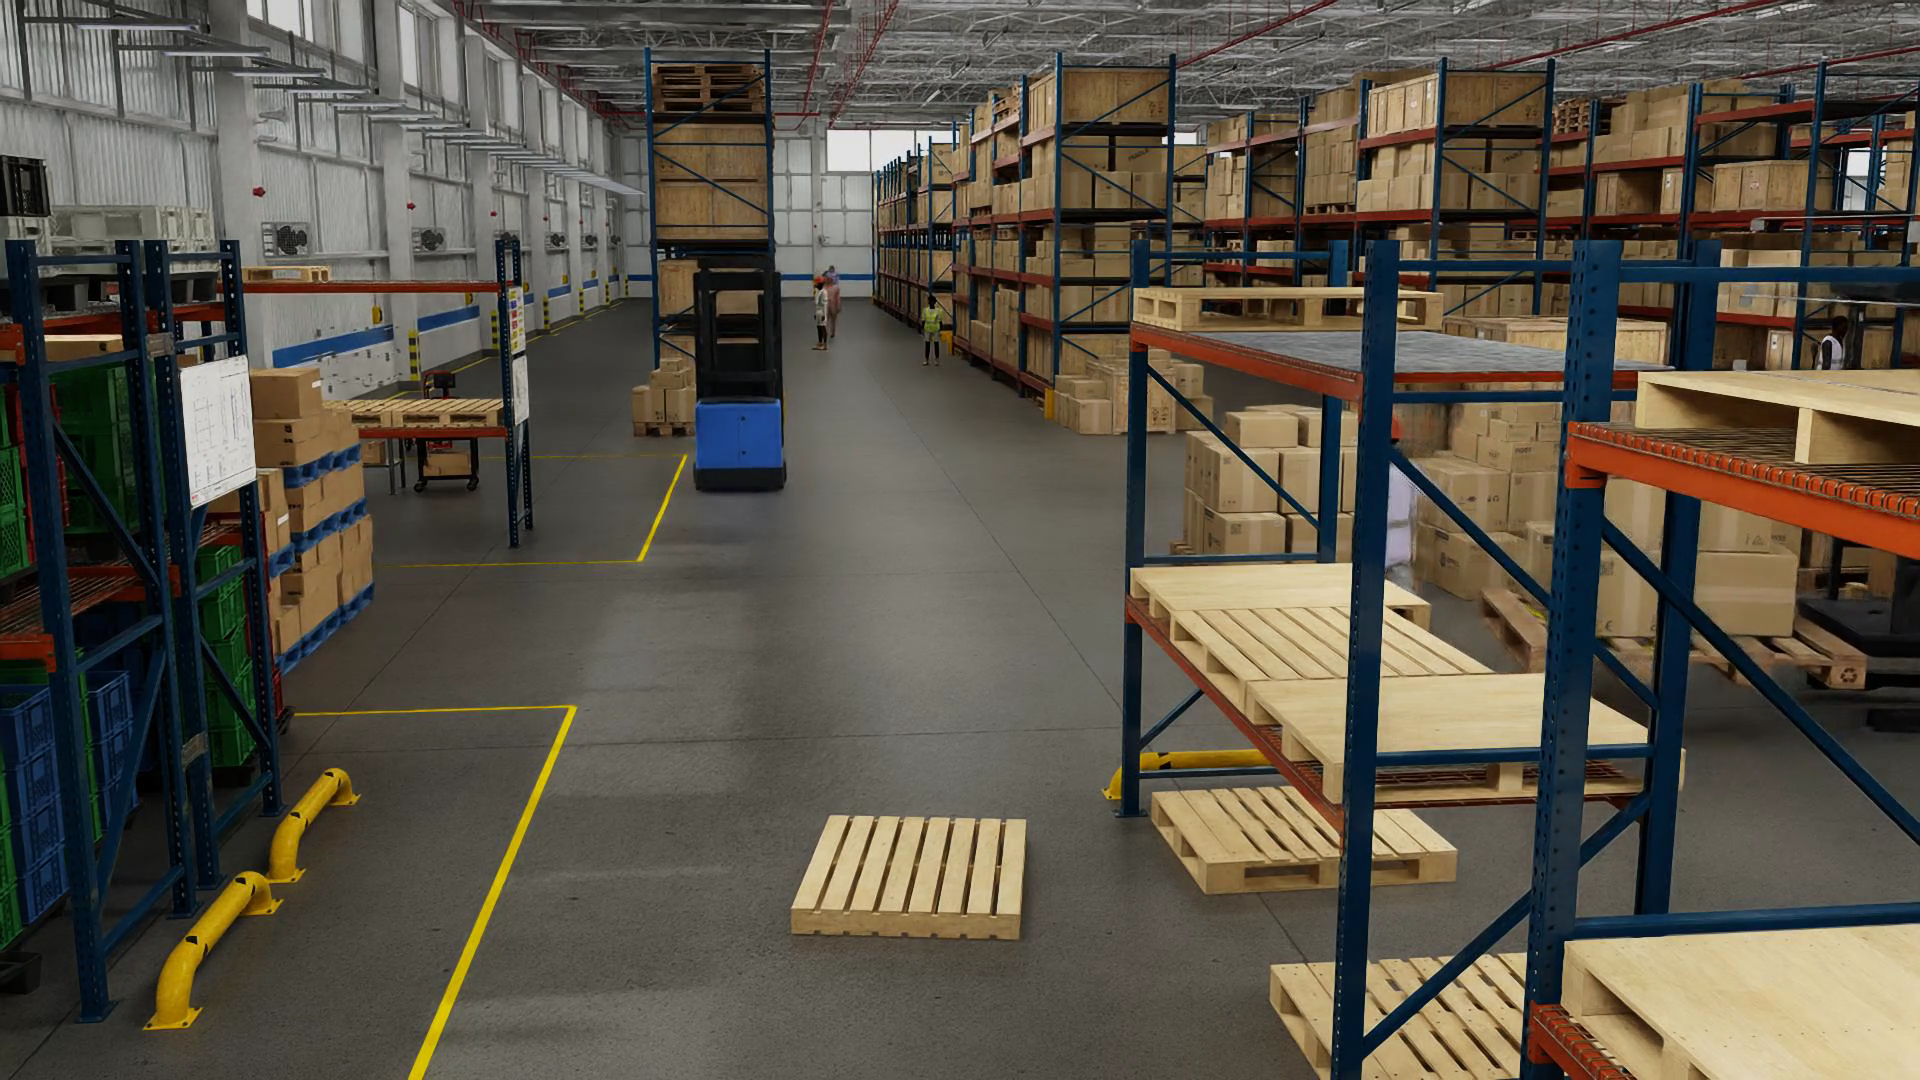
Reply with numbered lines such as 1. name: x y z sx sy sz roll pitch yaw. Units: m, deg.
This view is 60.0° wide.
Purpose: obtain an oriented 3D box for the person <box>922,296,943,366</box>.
1. person: -0.679 -5.070 40.311 0.532 1.696 0.318 2 10 11

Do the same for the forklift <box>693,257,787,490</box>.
1. forklift: -2.743 -2.104 20.594 1.129 2.768 1.873 -1 10 -6

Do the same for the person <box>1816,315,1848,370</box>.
1. person: 13.093 -2.418 25.028 0.397 1.911 0.587 10 14 44

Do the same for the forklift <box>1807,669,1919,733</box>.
1. forklift: 6.589 -0.257 10.356 1.873 2.768 1.129 1 10 7

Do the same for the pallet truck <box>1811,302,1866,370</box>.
1. pallet truck: 15.846 -3.142 28.793 1.885 1.965 0.823 2 10 12

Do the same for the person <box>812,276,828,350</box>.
1. person: -3.872 -6.270 45.987 0.365 2.047 0.608 -6 12 -31

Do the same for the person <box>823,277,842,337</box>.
1. person: -4.043 -7.321 52.243 0.646 1.892 0.442 2 10 10

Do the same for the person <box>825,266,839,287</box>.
1. person: -5.874 -11.627 76.292 0.641 1.827 1.174 -1 10 -4

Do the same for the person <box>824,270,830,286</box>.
1. person: -6.195 -11.729 77.399 0.422 1.624 0.530 2 10 11

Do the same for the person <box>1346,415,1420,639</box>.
1. person: 2.816 0.084 11.203 0.563 1.889 0.995 -5 11 -25
